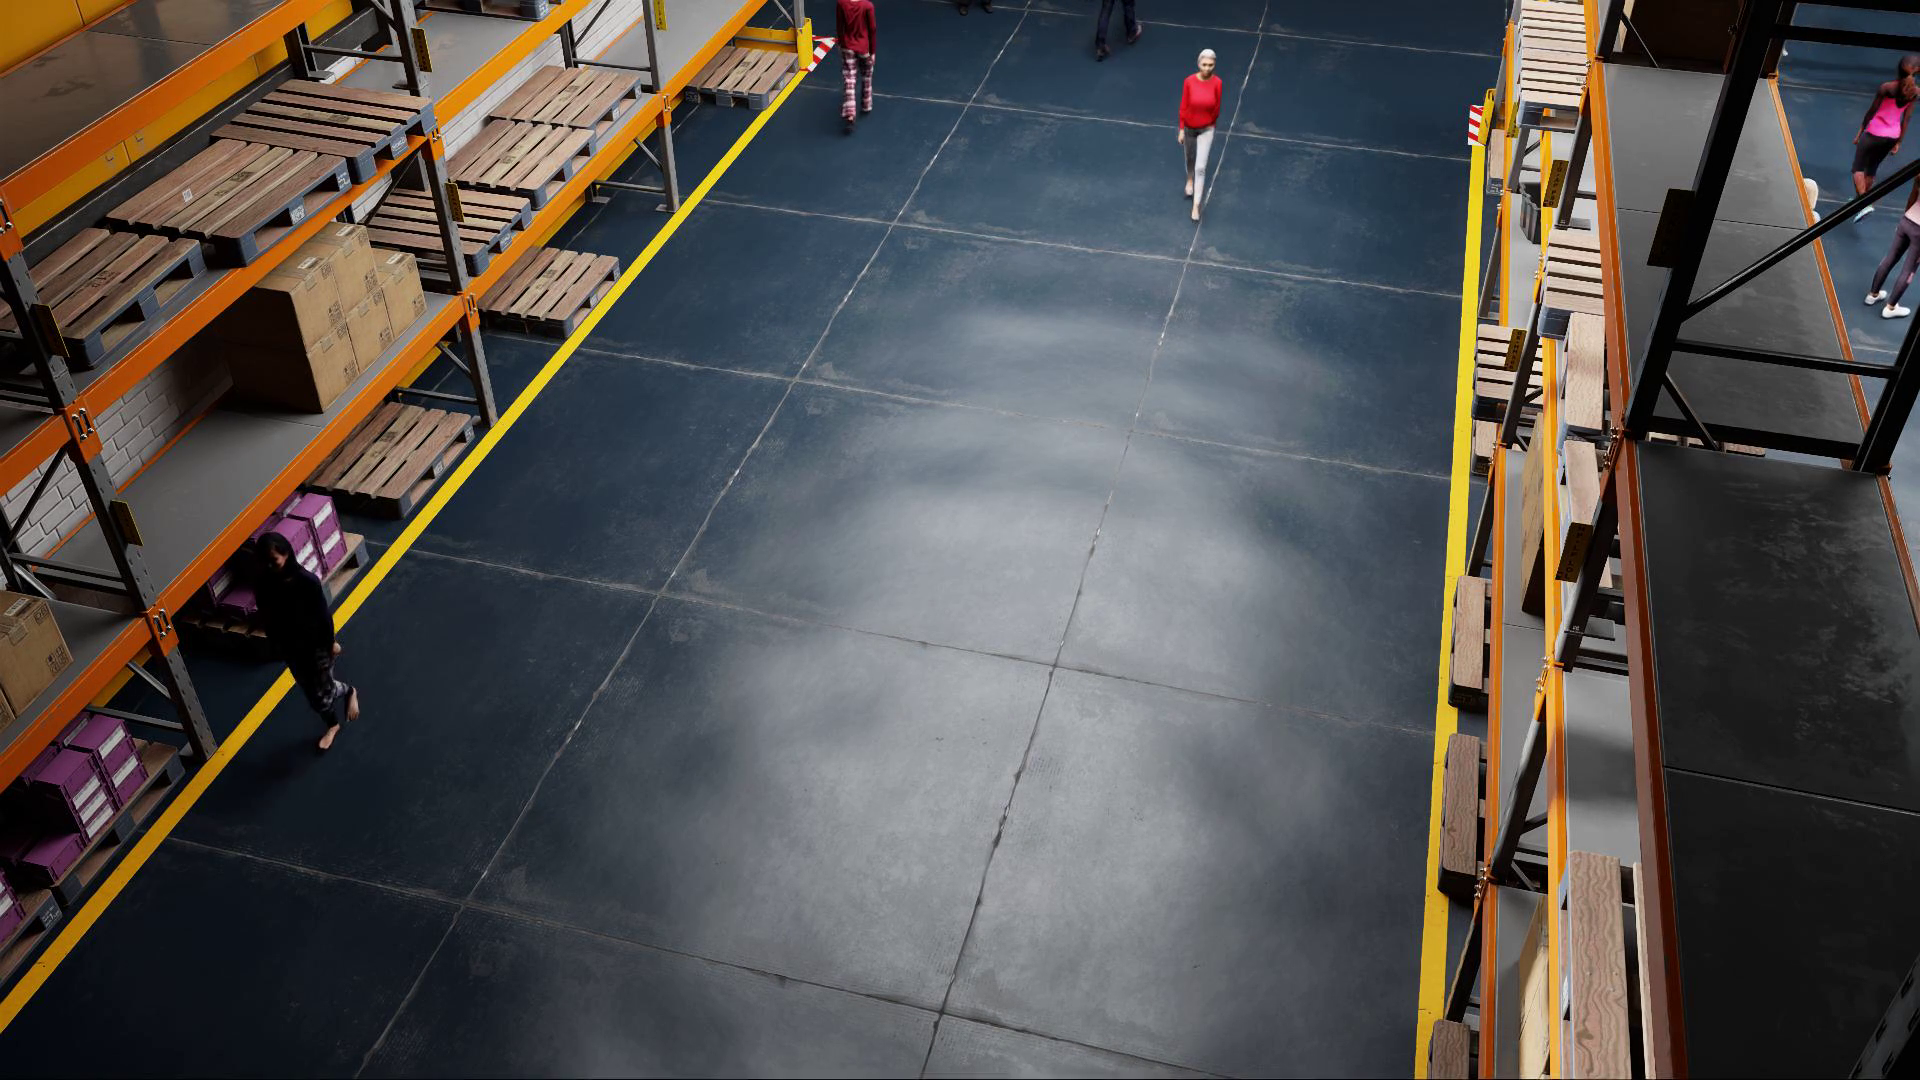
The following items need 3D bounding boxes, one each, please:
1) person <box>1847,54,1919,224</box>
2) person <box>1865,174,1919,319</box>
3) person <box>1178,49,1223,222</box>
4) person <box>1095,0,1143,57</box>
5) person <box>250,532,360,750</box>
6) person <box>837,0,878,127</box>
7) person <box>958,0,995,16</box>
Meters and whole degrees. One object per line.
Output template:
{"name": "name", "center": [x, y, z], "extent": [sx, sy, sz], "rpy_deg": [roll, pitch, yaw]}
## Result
{"name": "person", "center": [9.095, -3.921, 16.403], "extent": [0.658, 1.707, 0.969], "rpy_deg": [4, 39, 5]}
{"name": "person", "center": [8.662, -2.817, 15.071], "extent": [0.717, 1.643, 0.622], "rpy_deg": [-11, 40, -13]}
{"name": "person", "center": [2.375, -4.132, 16.717], "extent": [0.625, 1.645, 1.143], "rpy_deg": [5, 39, 7]}
{"name": "person", "center": [1.834, -6.639, 19.732], "extent": [0.968, 1.800, 1.253], "rpy_deg": [21, 43, 24]}
{"name": "person", "center": [-4.218, 0.582, 10.749], "extent": [0.631, 1.726, 0.679], "rpy_deg": [5, 39, 6]}
{"name": "person", "center": [-1.158, -5.360, 18.235], "extent": [0.702, 1.669, 1.026], "rpy_deg": [5, 39, 6]}
{"name": "person", "center": [0.226, -7.548, 20.821], "extent": [0.861, 1.861, 0.855], "rpy_deg": [-7, 39, -9]}
